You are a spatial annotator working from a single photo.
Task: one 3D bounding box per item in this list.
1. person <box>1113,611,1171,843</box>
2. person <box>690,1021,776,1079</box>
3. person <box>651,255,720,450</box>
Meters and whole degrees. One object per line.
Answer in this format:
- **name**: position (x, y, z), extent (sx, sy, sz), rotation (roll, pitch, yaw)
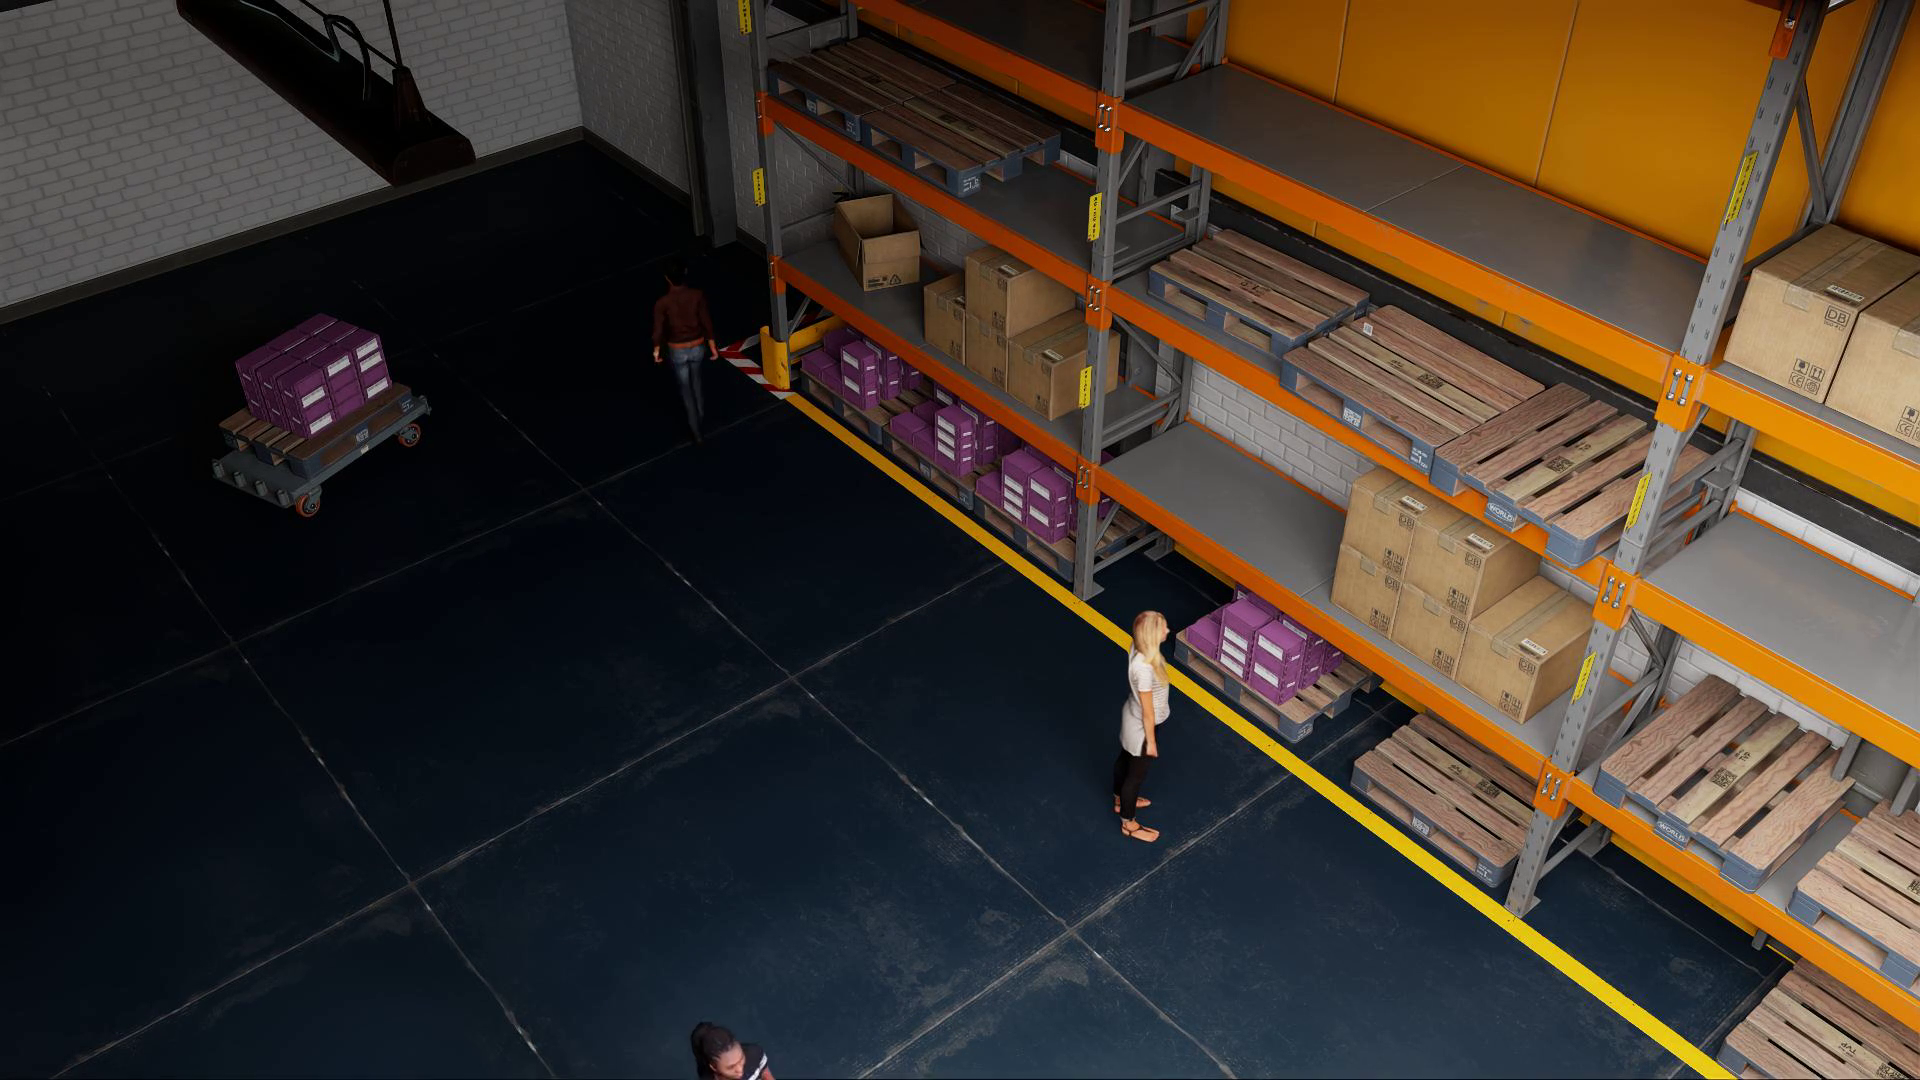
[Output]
- **person**: position (1.138, 1.159, 10.559), extent (0.749, 1.826, 0.654), rotation (-3, 39, -4)
- **person**: position (-1.189, 2.962, 8.423), extent (1.281, 1.675, 0.870), rotation (22, 44, 25)
- **person**: position (-2.272, -1.544, 13.994), extent (0.758, 1.763, 0.775), rotation (-19, 42, -22)
